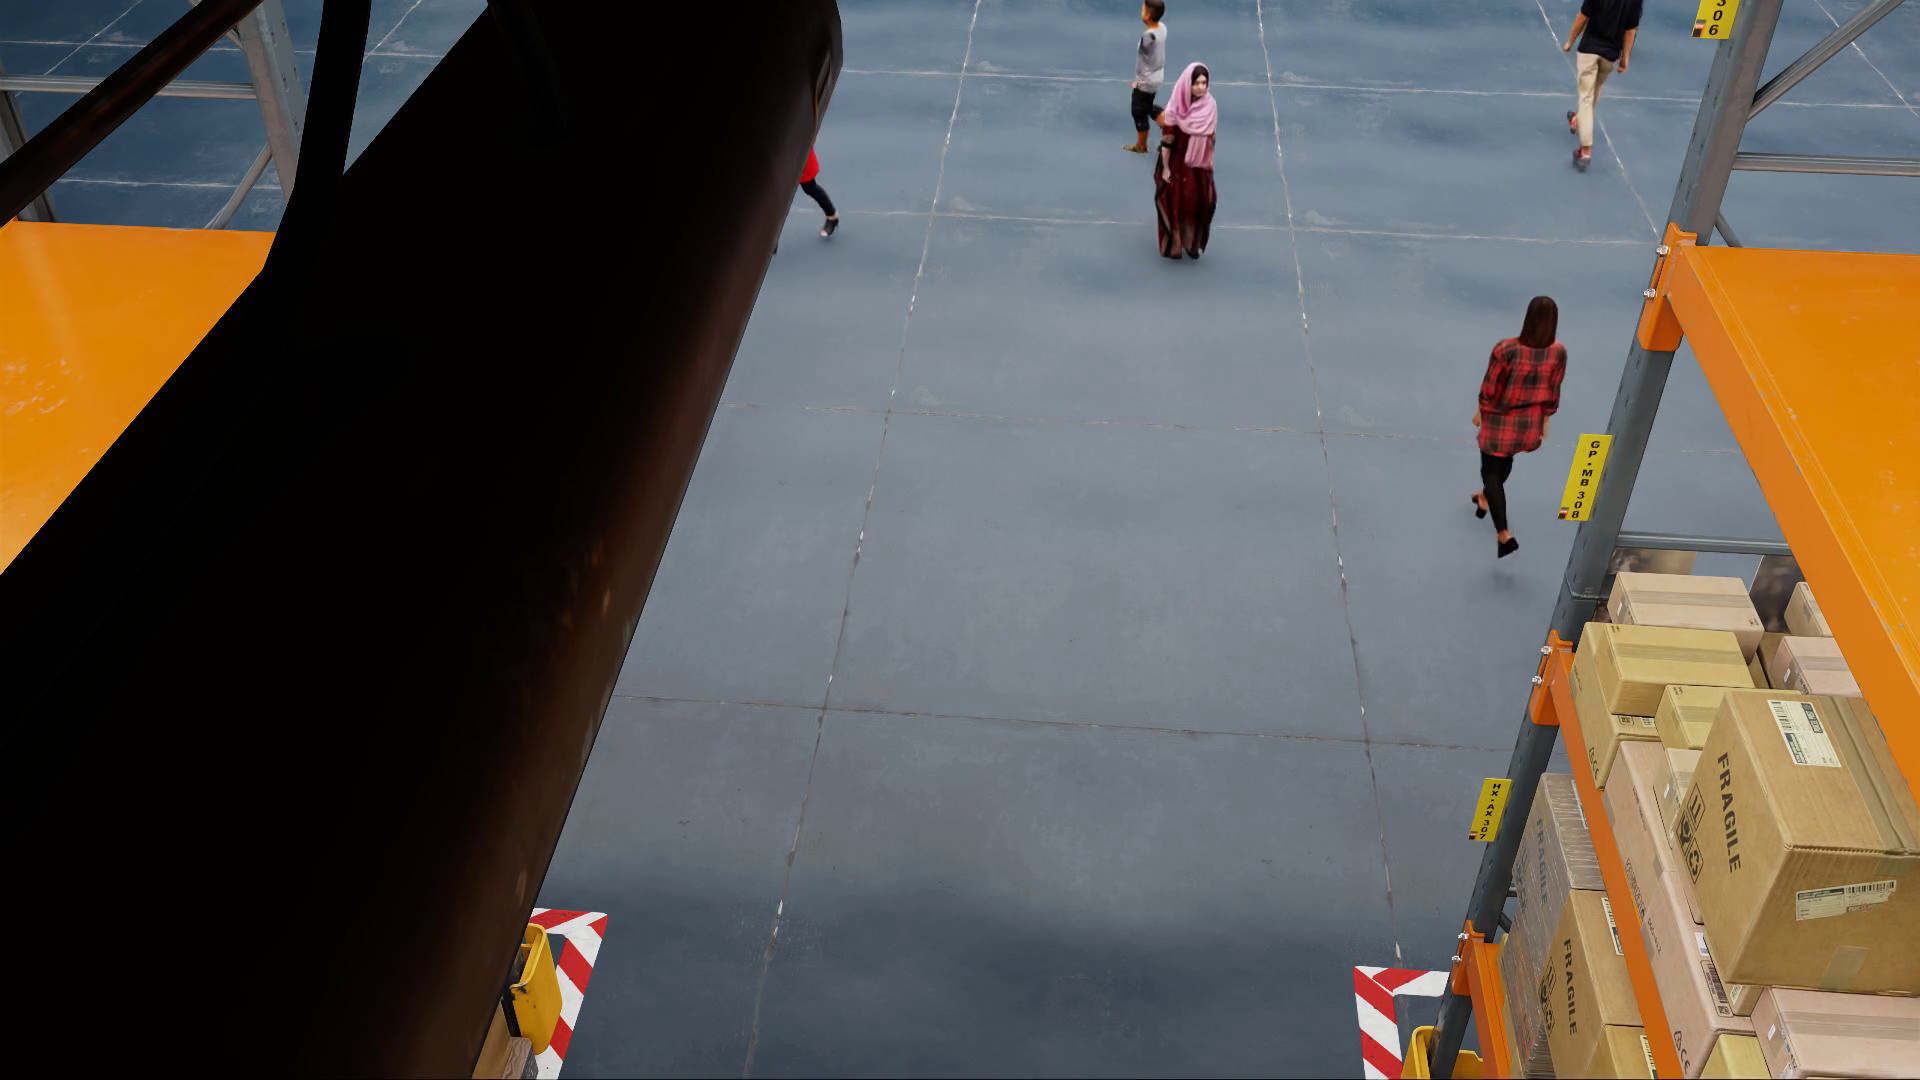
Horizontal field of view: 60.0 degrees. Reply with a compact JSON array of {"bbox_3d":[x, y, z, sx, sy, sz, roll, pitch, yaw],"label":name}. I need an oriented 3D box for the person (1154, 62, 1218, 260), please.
[{"bbox_3d":[1.725,-2.971,12.977,0.728,1.624,0.751,-8,39,-10],"label":"person"}]

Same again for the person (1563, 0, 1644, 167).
[{"bbox_3d":[5.505,-4.116,14.298,0.685,1.801,1.178,1,38,1],"label":"person"}]

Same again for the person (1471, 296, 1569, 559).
[{"bbox_3d":[3.325,-0.659,9.978,0.687,1.678,1.083,-1,38,-1],"label":"person"}]

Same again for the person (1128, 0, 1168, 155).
[{"bbox_3d":[1.708,-4.060,14.517,0.764,1.443,0.757,19,42,23],"label":"person"}]
